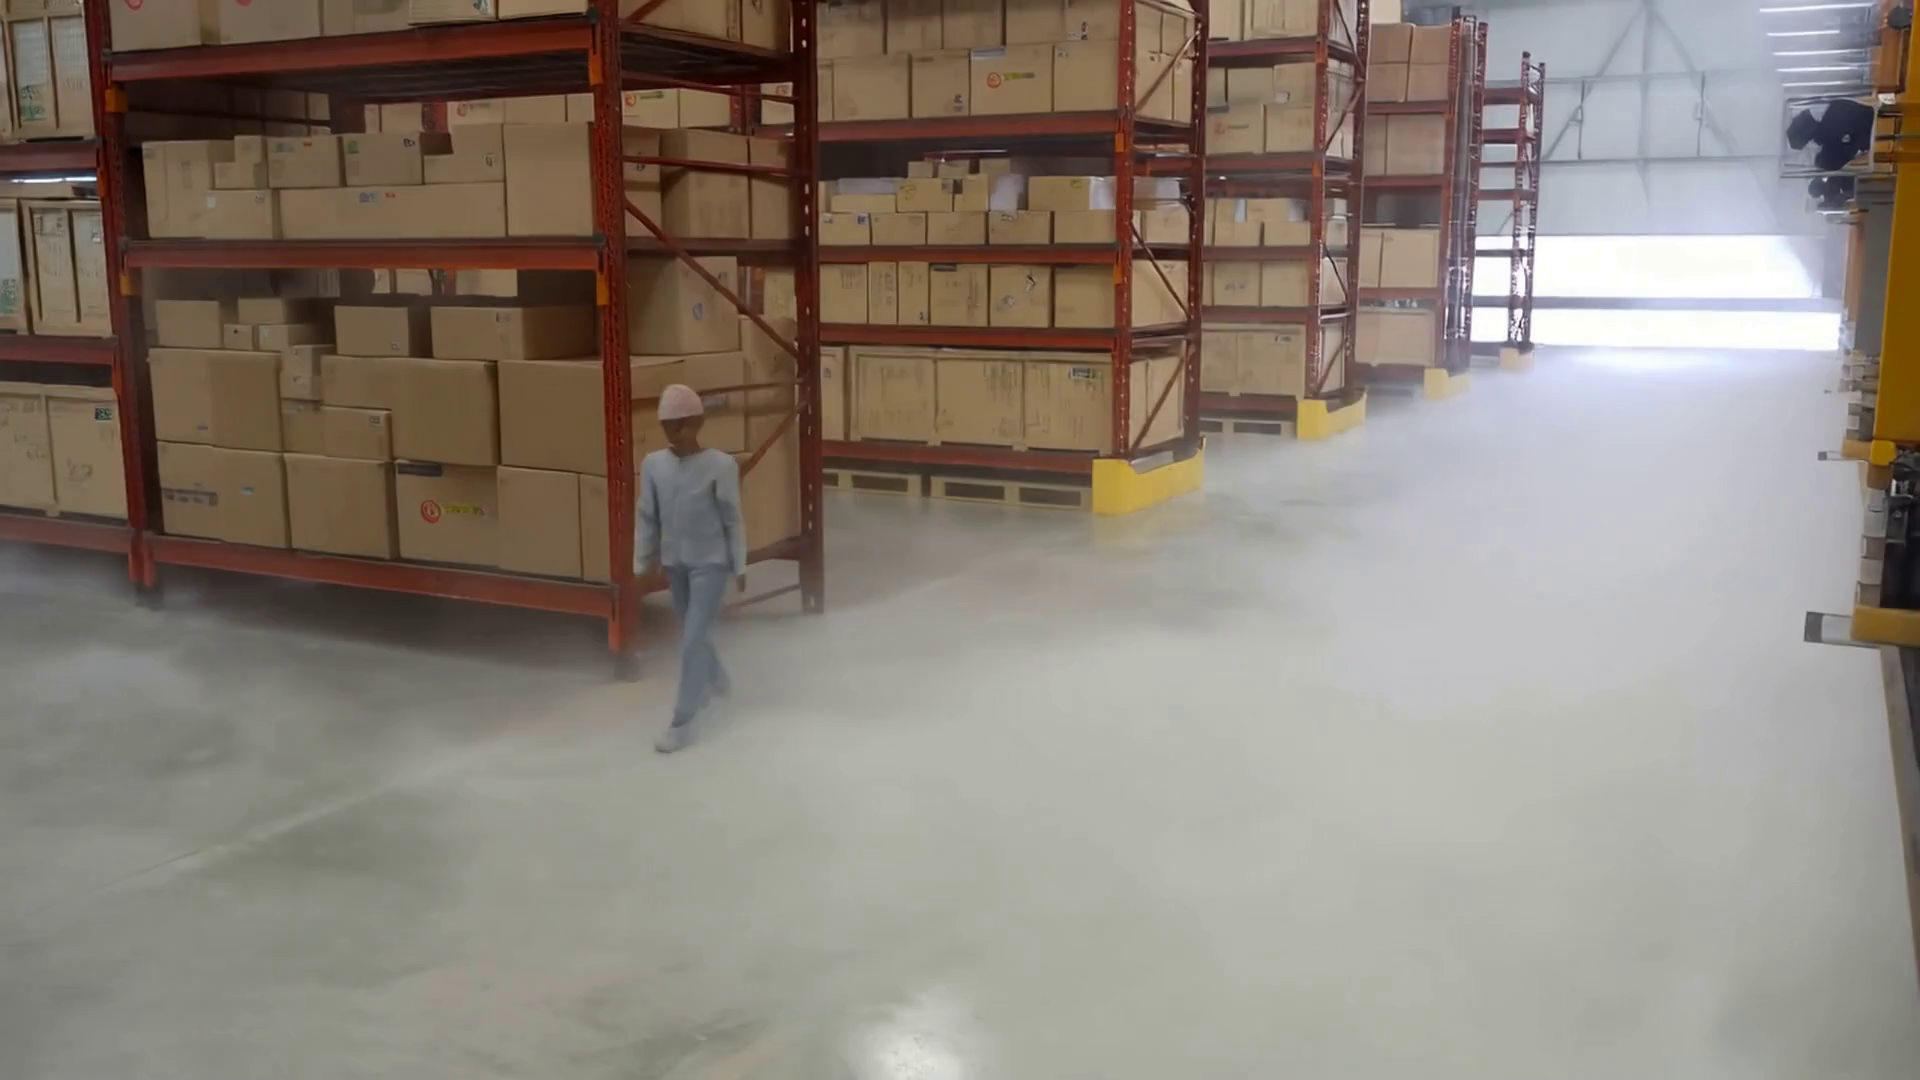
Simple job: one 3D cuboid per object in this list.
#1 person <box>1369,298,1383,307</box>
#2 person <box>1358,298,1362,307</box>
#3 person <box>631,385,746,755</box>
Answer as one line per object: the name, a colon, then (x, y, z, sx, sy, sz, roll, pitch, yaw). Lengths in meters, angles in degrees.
person: (9.748, -5.281, 39.088, 0.345, 1.746, 0.573, 3, 10, 15)
person: (9.337, -5.378, 39.756, 0.511, 1.720, 0.356, 3, 10, 16)
person: (-1.293, 0.096, 8.064, 0.540, 1.717, 0.917, 4, 11, 22)
